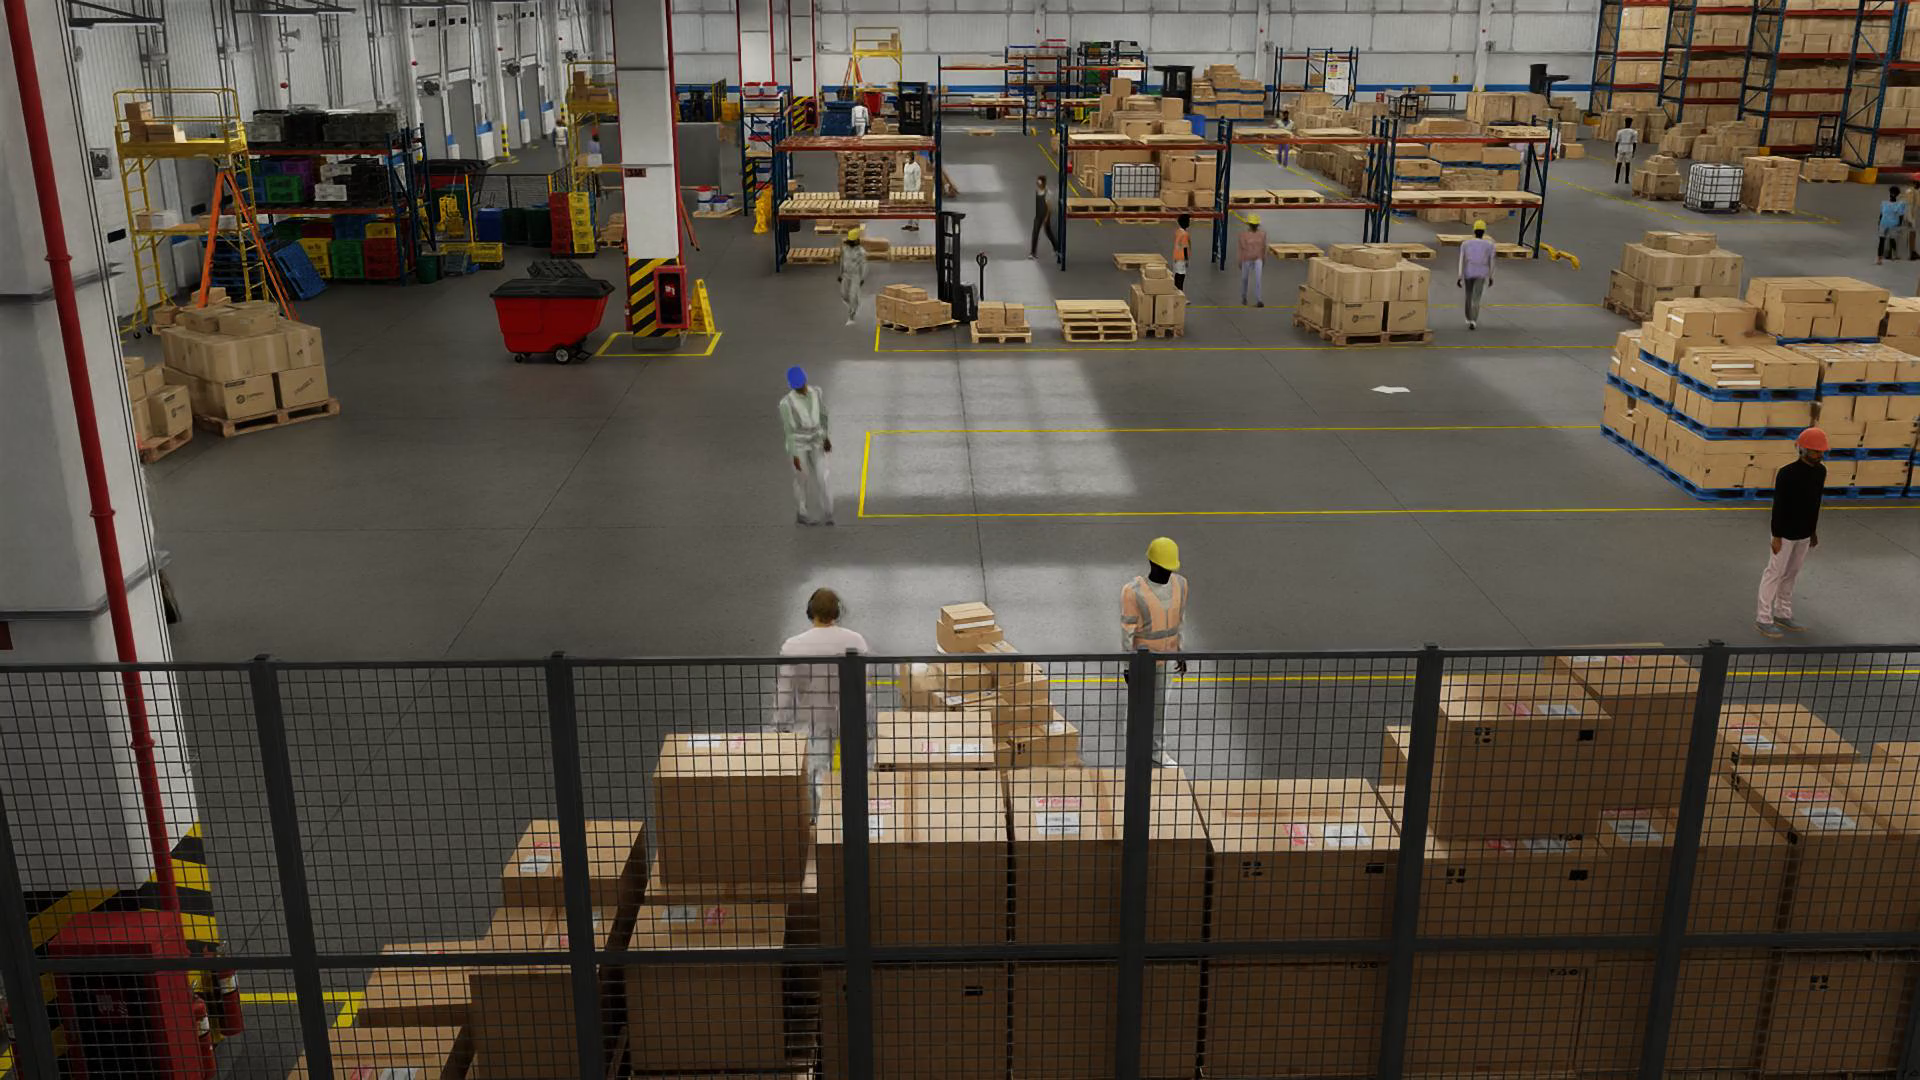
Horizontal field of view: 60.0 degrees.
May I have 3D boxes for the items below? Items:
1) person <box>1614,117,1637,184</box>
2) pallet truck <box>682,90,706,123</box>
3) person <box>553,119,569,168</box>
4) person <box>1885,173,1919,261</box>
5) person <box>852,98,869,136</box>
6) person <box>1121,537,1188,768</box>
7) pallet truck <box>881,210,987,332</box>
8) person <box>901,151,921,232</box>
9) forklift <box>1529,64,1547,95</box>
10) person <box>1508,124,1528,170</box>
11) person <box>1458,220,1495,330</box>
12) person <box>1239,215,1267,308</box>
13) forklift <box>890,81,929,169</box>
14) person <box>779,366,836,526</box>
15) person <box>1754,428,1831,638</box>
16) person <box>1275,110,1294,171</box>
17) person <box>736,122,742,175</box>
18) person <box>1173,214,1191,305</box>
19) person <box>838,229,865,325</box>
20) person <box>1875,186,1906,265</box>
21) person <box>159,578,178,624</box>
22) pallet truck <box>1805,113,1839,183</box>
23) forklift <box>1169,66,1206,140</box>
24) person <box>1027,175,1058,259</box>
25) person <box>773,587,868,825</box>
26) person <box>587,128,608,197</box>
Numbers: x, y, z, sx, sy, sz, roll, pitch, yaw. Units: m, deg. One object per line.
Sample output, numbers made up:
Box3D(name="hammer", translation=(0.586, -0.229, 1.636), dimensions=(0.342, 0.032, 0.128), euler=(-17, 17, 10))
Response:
Box3D(name="person", translation=(19.972, -11.681, 49.931), dimensions=(0.607, 1.966, 0.367), euler=(8, 20, 22))
Box3D(name="pallet truck", translation=(-9.671, -15.907, 62.421), dimensions=(0.823, 1.965, 1.885), euler=(5, 19, 15))
Box3D(name="person", translation=(-12.932, -12.839, 53.939), dimensions=(0.512, 1.594, 0.864), euler=(-4, 19, -11))
Box3D(name="person", translation=(20.730, -7.018, 36.177), dimensions=(0.587, 1.908, 0.872), euler=(-18, 25, -42))
Box3D(name="person", translation=(-3.593, -14.942, 59.814), dimensions=(0.577, 1.843, 0.974), euler=(5, 19, 14))
Box3D(name="person", translation=(1.494, 0.884, 12.724), dimensions=(0.586, 1.923, 0.371), euler=(-11, 21, -29))
Box3D(name="pallet truck", translation=(-0.493, -4.759, 29.349), dimensions=(1.885, 1.965, 0.823), euler=(-13, 23, -34))
Box3D(name="person", translation=(-1.190, -8.518, 40.592), dimensions=(0.372, 1.939, 0.631), euler=(-12, 22, -33))
Box3D(name="forklift", translation=(21.941, -16.734, 63.513), dimensions=(1.873, 2.768, 1.129), euler=(14, 23, 36))
Box3D(name="person", translation=(16.071, -11.064, 48.192), dimensions=(0.569, 1.902, 0.808), euler=(-2, 19, -7))
Box3D(name="person", translation=(9.076, -4.676, 29.276), dimensions=(0.598, 1.893, 0.947), euler=(6, 20, 18))
Box3D(name="person", translation=(5.479, -5.219, 31.139), dimensions=(0.545, 1.718, 0.894), euler=(-1, 19, -4))
Box3D(name="forklift", translation=(-1.501, -13.136, 52.841), dimensions=(1.129, 2.768, 1.873), euler=(6, 20, 17))
Box3D(name="person", translation=(-1.680, -1.031, 18.459), dimensions=(0.685, 1.892, 0.559), euler=(-13, 23, -35))
Box3D(name="person", translation=(7.771, -0.080, 15.470), dimensions=(0.609, 1.996, 0.383), euler=(-9, 21, -25))
Box3D(name="person", translation=(10.484, -12.951, 53.820), dimensions=(0.595, 1.885, 0.948), euler=(1, 19, 4))
Box3D(name="person", translation=(-6.650, -12.469, 52.360), dimensions=(0.664, 1.905, 0.896), euler=(18, 25, 42))
Box3D(name="person", translation=(4.202, -5.316, 31.465), dimensions=(0.320, 1.697, 0.531), euler=(-3, 19, -10))
Box3D(name="person", translation=(-1.913, -4.682, 29.553), dimensions=(0.549, 1.706, 0.501), euler=(9, 20, 24))
Box3D(name="person", translation=(20.050, -6.781, 35.826), dimensions=(0.566, 1.681, 0.544), euler=(-15, 24, -37))
Box3D(name="person", translation=(-7.851, -0.005, 15.412), dimensions=(0.572, 1.884, 0.972), euler=(18, 25, 42))
Box3D(name="pallet truck", translation=(26.403, -11.957, 50.702), dimensions=(0.823, 1.965, 1.885), euler=(6, 19, 16))
Box3D(name="forklift", translation=(8.249, -16.284, 62.179), dimensions=(1.129, 2.768, 1.873), euler=(-12, 22, -32))
Box3D(name="person", translation=(1.858, -7.132, 36.672), dimensions=(0.513, 1.819, 0.903), euler=(17, 25, 40))
Box3D(name="person", translation=(-0.925, 1.284, 11.600), dimensions=(0.683, 1.895, 0.955), euler=(-9, 21, -25))
Box3D(name="person", translation=(-10.217, -10.654, 46.955), dimensions=(0.560, 1.918, 0.499), euler=(3, 19, 8))
